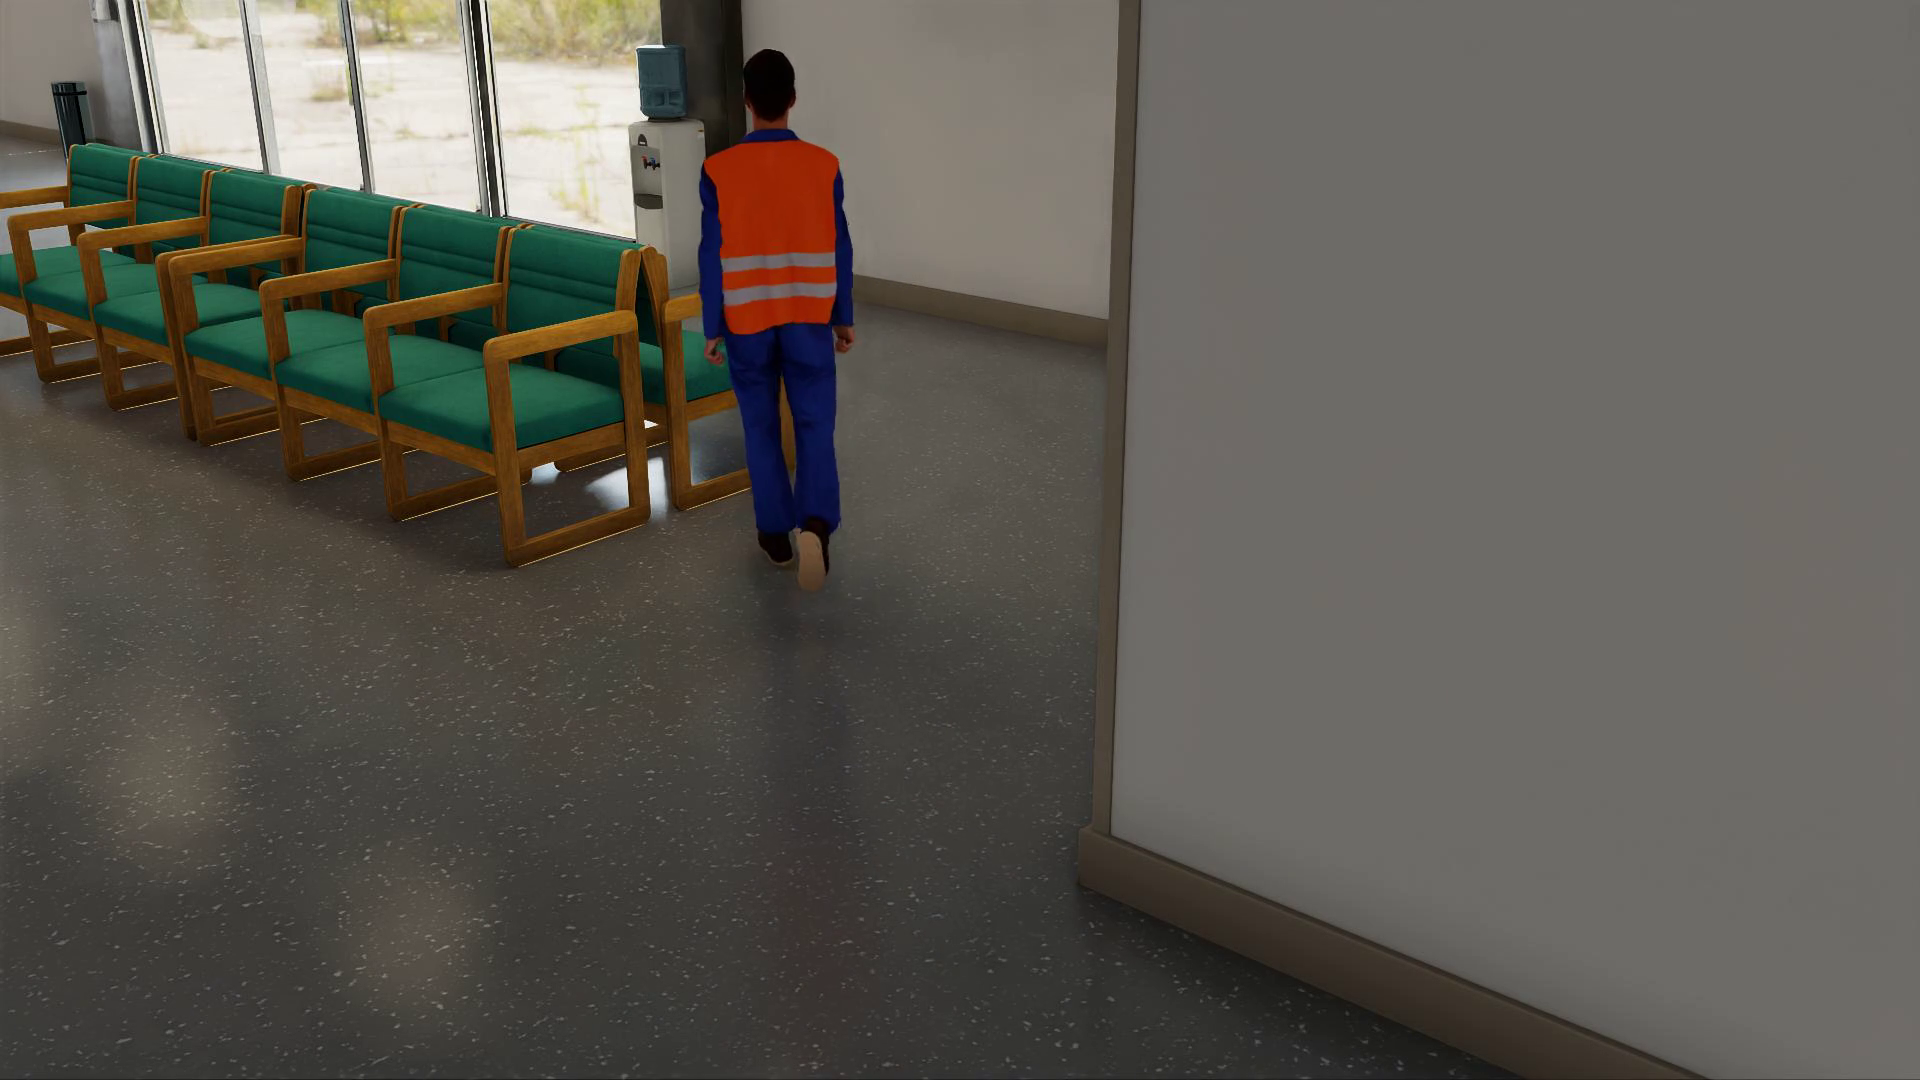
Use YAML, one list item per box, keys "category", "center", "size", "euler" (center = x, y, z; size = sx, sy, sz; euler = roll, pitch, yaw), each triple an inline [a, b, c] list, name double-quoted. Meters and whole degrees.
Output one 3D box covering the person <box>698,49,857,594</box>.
- category: "person"
  center: [-0.609, -0.697, 5.685]
  size: [1.156, 1.841, 1.159]
  euler: [-5, 21, -12]
